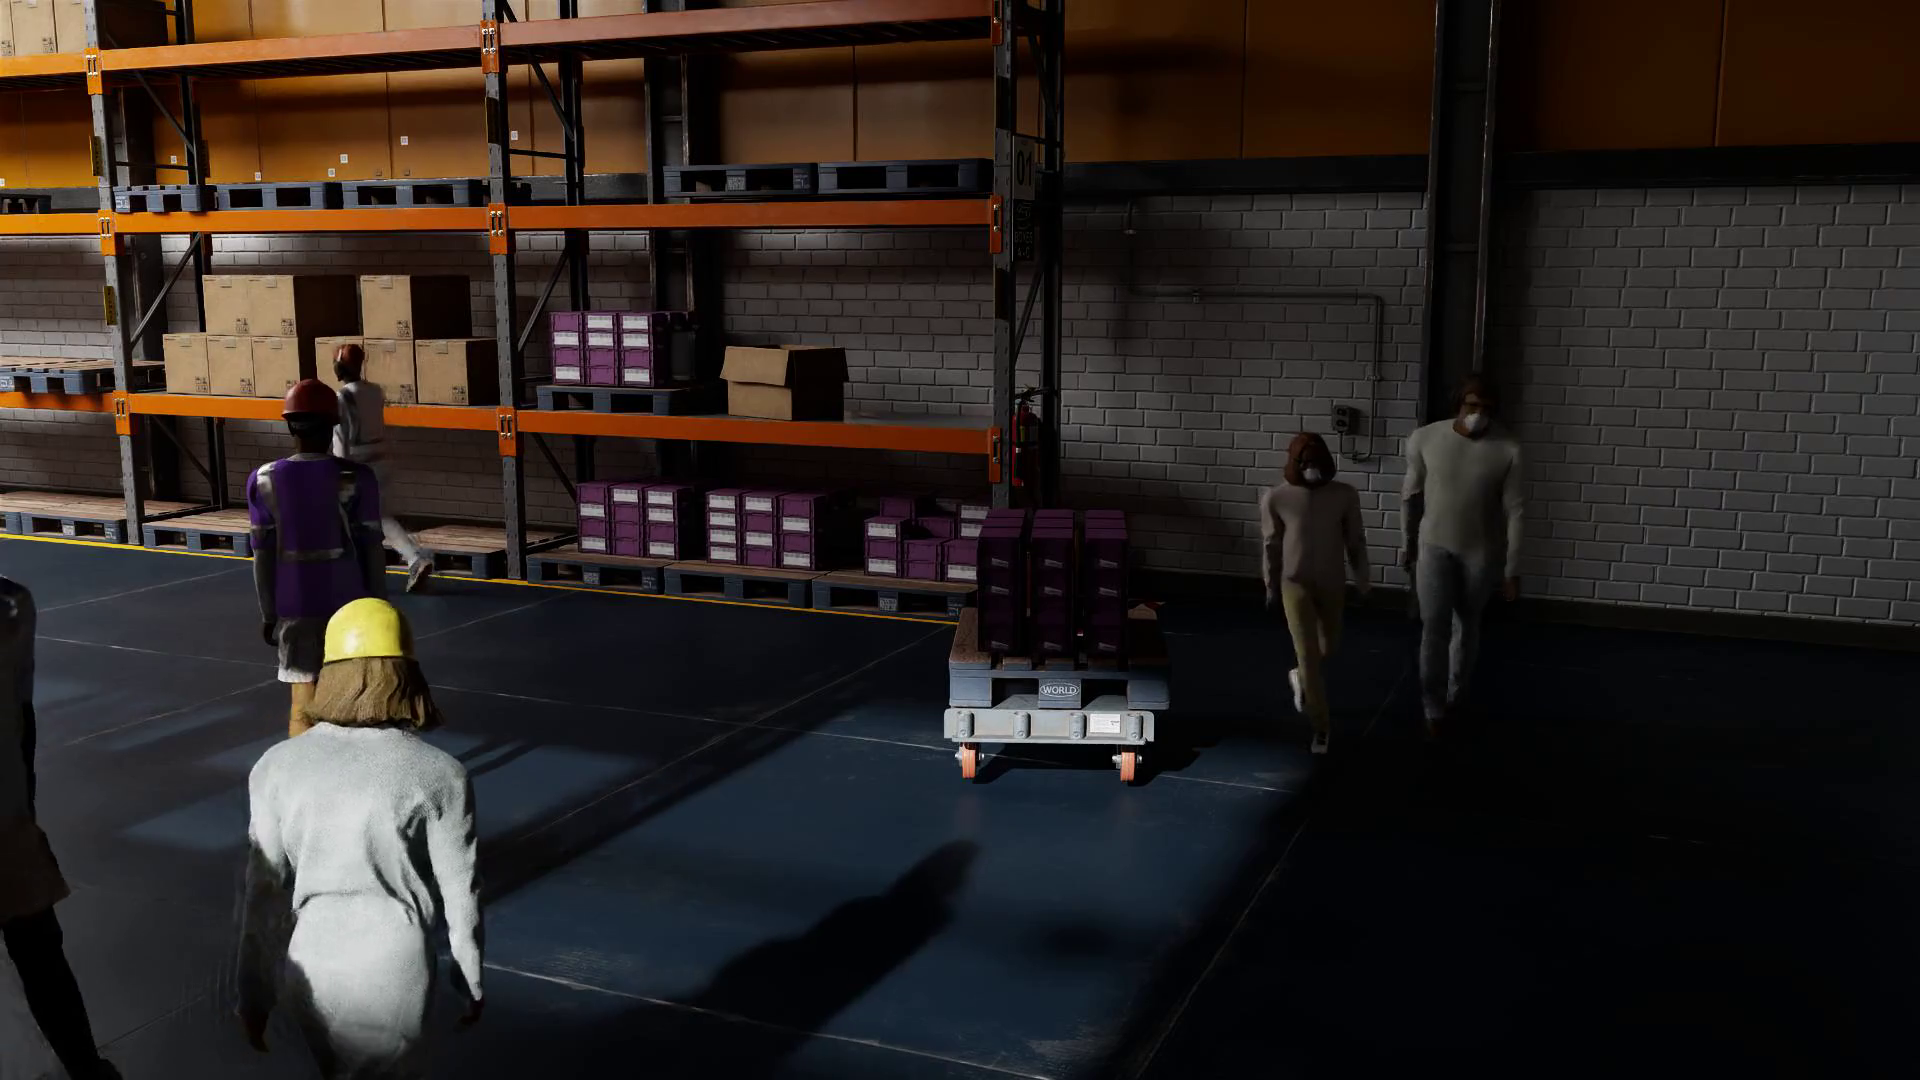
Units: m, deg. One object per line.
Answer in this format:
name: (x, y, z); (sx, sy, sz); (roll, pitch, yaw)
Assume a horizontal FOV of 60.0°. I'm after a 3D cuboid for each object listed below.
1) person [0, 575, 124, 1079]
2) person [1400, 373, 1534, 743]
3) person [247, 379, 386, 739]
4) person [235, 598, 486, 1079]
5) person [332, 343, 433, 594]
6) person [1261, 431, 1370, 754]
person: (-2.618, 0.733, 4.415); (0.989, 1.912, 0.621); (5, 11, 28)
person: (2.543, 0.089, 8.432); (0.640, 1.873, 0.887); (4, 10, 21)
person: (-2.744, 0.273, 7.175); (0.543, 1.928, 0.373); (-2, 10, -10)
person: (-1.296, 0.971, 3.700); (0.496, 1.676, 0.874); (2, 10, 9)
person: (-4.295, -0.506, 12.084); (0.851, 1.855, 0.577); (4, 10, 24)
person: (1.784, 0.224, 8.469); (0.537, 1.598, 0.734); (0, 9, 2)
